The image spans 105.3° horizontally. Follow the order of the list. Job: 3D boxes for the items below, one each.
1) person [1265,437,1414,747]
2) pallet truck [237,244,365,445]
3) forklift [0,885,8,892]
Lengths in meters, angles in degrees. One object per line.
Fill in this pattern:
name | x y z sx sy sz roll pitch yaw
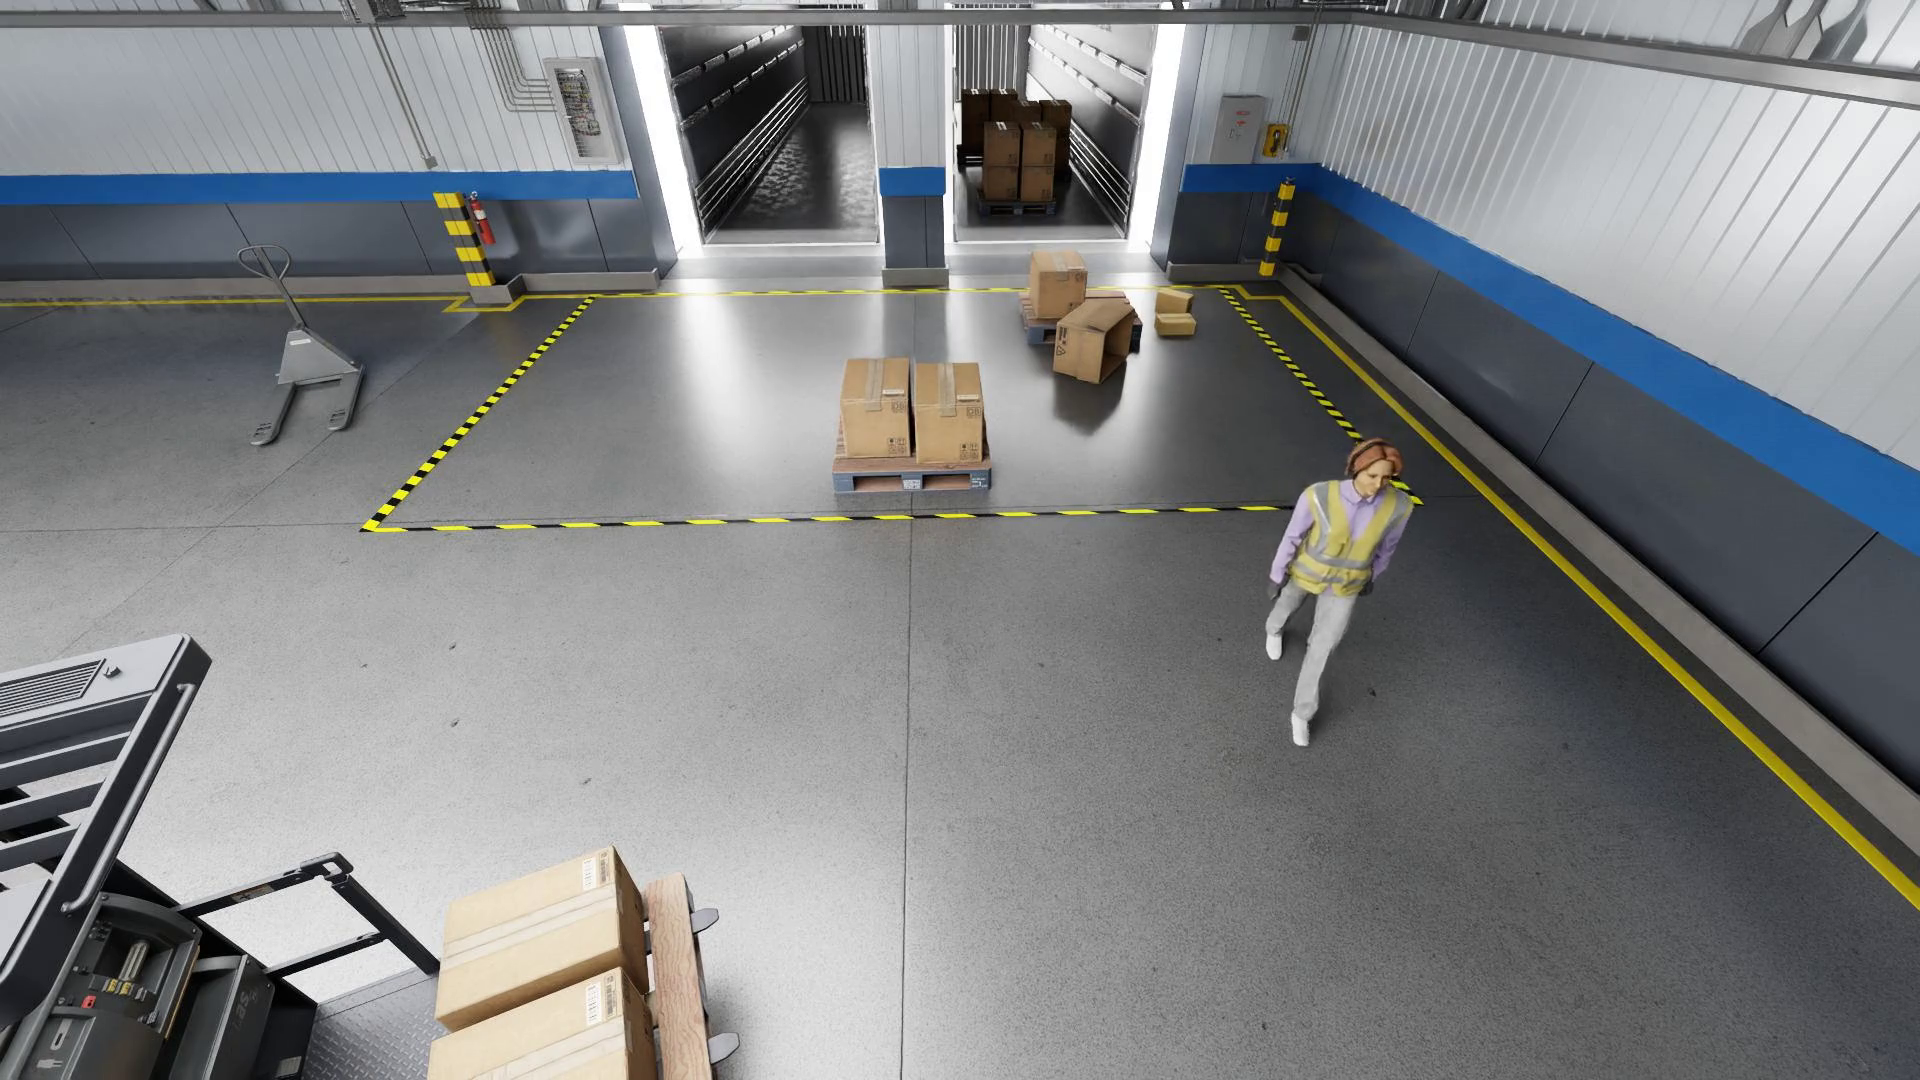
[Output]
person | 1.805 0.210 3.622 0.534 1.587 0.881 9 39 12
pallet truck | -5.915 -1.733 6.366 0.680 1.201 1.601 -18 42 -21
forklift | -2.319 1.487 1.663 0.776 2.013 0.716 -15 41 -18
